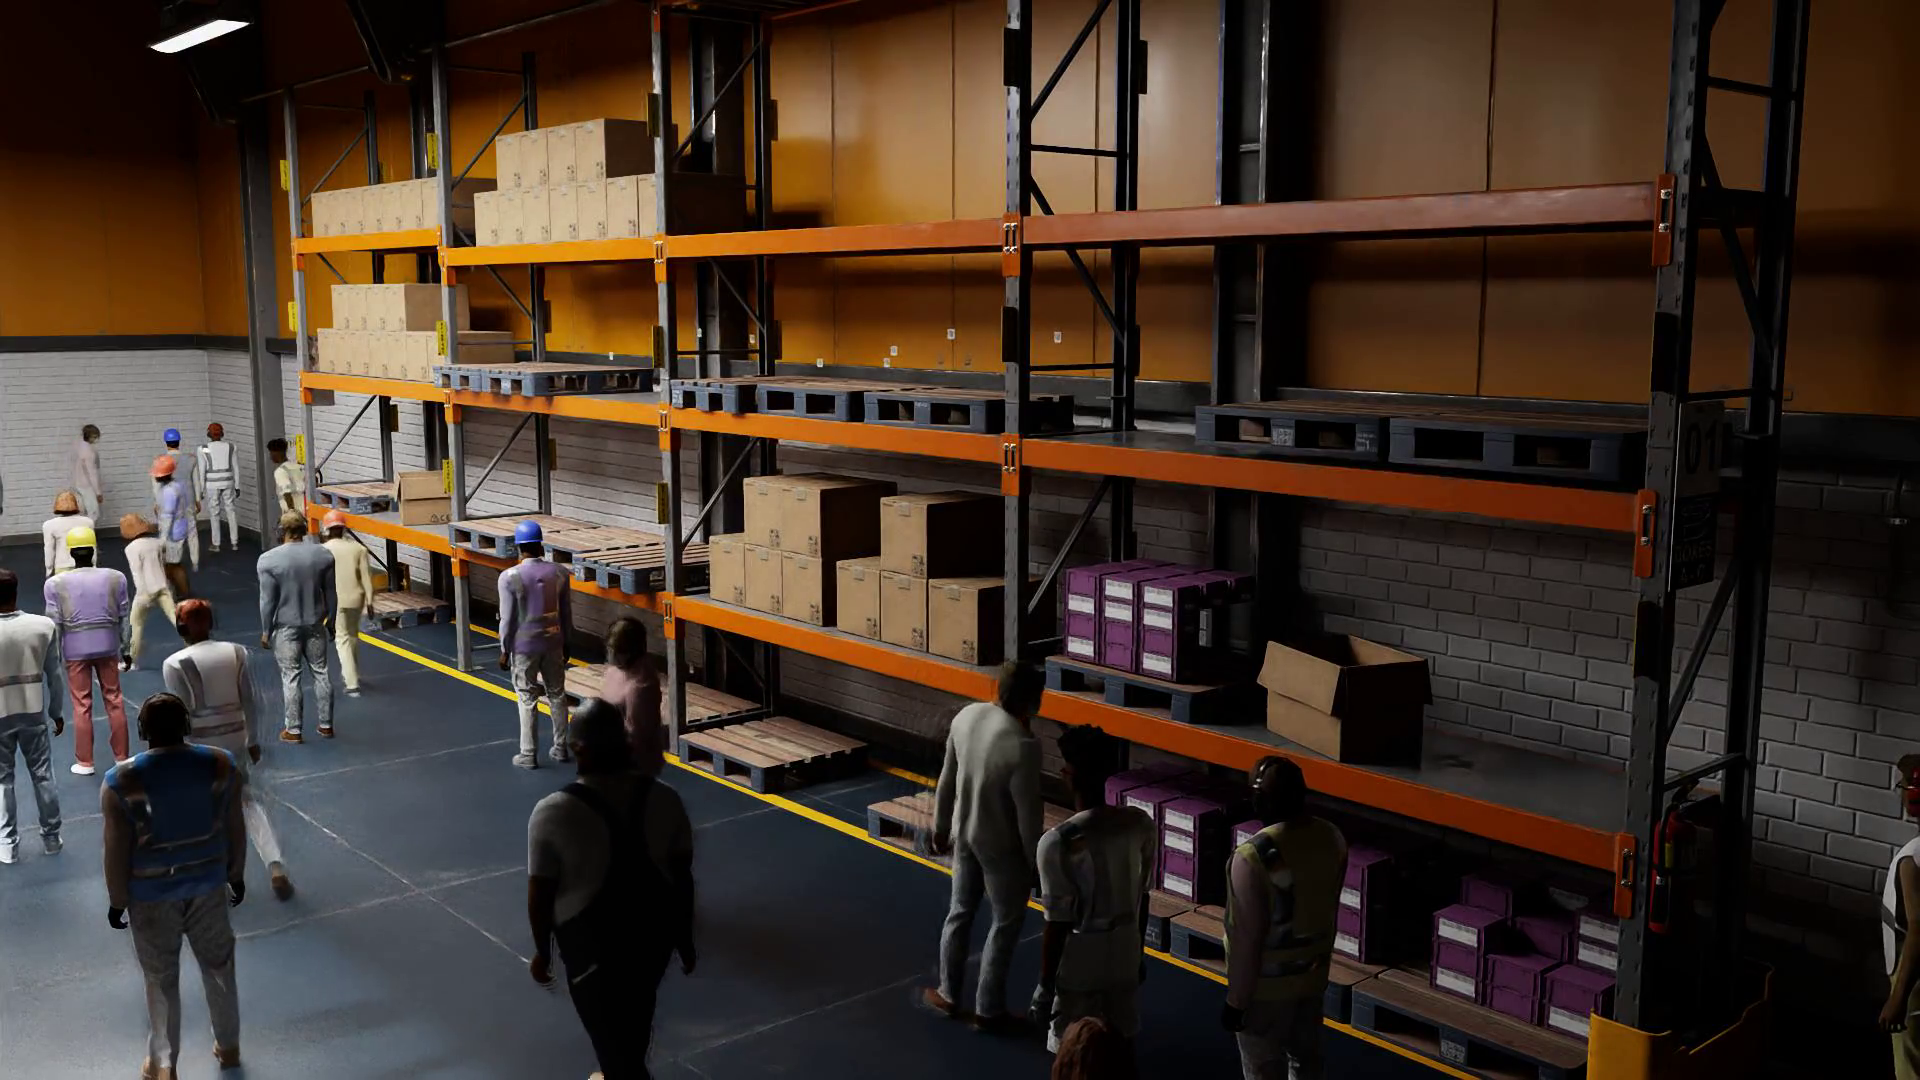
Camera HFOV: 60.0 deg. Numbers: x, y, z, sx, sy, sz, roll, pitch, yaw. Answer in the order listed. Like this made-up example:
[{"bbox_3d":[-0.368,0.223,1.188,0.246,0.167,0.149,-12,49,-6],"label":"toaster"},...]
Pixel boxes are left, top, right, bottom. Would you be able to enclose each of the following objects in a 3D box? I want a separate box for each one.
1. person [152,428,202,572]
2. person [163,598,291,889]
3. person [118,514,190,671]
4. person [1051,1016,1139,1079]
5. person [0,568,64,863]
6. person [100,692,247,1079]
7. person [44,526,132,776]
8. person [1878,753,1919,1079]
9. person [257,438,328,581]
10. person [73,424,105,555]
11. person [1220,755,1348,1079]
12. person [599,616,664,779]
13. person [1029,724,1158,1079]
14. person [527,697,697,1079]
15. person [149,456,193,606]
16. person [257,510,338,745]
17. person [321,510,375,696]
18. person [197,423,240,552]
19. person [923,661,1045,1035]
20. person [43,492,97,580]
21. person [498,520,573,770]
[{"bbox_3d":[-10.496,-0.522,22.304,0.612,1.943,0.404,-7,11,-40],"label":"person"},{"bbox_3d":[-4.498,1.275,10.219,0.800,1.848,0.593,5,10,32],"label":"person"},{"bbox_3d":[-7.915,0.515,16.392,0.919,1.572,0.538,1,8,9],"label":"person"},{"bbox_3d":[0.397,2.158,4.751,0.505,1.632,0.269,-7,11,-40],"label":"person"},{"bbox_3d":[-6.162,1.142,10.838,0.594,1.915,0.373,-7,11,-40],"label":"person"},{"bbox_3d":[-3.671,1.618,7.795,0.631,1.840,0.428,-7,11,-40],"label":"person"},{"bbox_3d":[-6.713,0.851,12.830,0.593,1.923,0.382,-7,11,-40],"label":"person"},{"bbox_3d":[3.905,1.775,6.690,0.568,1.840,0.374,-7,11,-40],"label":"person"},{"bbox_3d":[-8.541,-0.381,21.559,1.086,1.897,0.659,1,8,9],"label":"person"},{"bbox_3d":[-12.589,-0.731,23.981,0.380,1.900,0.791,-7,11,-42],"label":"person"},{"bbox_3d":[1.275,1.773,6.718,0.631,1.840,0.428,-7,11,-40],"label":"person"},{"bbox_3d":[-1.893,1.335,9.595,0.419,1.883,0.720,-5,9,-29],"label":"person"},{"bbox_3d":[0.531,1.709,6.726,0.612,1.962,0.364,-7,11,-40],"label":"person"},{"bbox_3d":[-1.469,1.628,7.029,0.695,2.000,1.001,-7,11,-39],"label":"person"},{"bbox_3d":[-9.177,-0.065,19.362,0.444,1.871,0.640,-5,9,-29],"label":"person"},{"bbox_3d":[-5.449,0.716,13.728,0.633,1.936,0.353,-7,11,-40],"label":"person"},{"bbox_3d":[-5.777,0.577,15.542,0.571,1.698,0.884,-7,11,-39],"label":"person"},{"bbox_3d":[-10.800,-0.772,24.256,0.582,1.882,0.338,-7,11,-40],"label":"person"},{"bbox_3d":[0.117,1.518,8.350,0.380,1.900,0.791,-7,11,-42],"label":"person"},{"bbox_3d":[-9.430,0.302,17.651,0.505,1.632,0.269,-7,11,-40],"label":"person"},{"bbox_3d":[-3.323,0.815,13.012,0.612,1.943,0.404,-7,11,-40],"label":"person"}]
